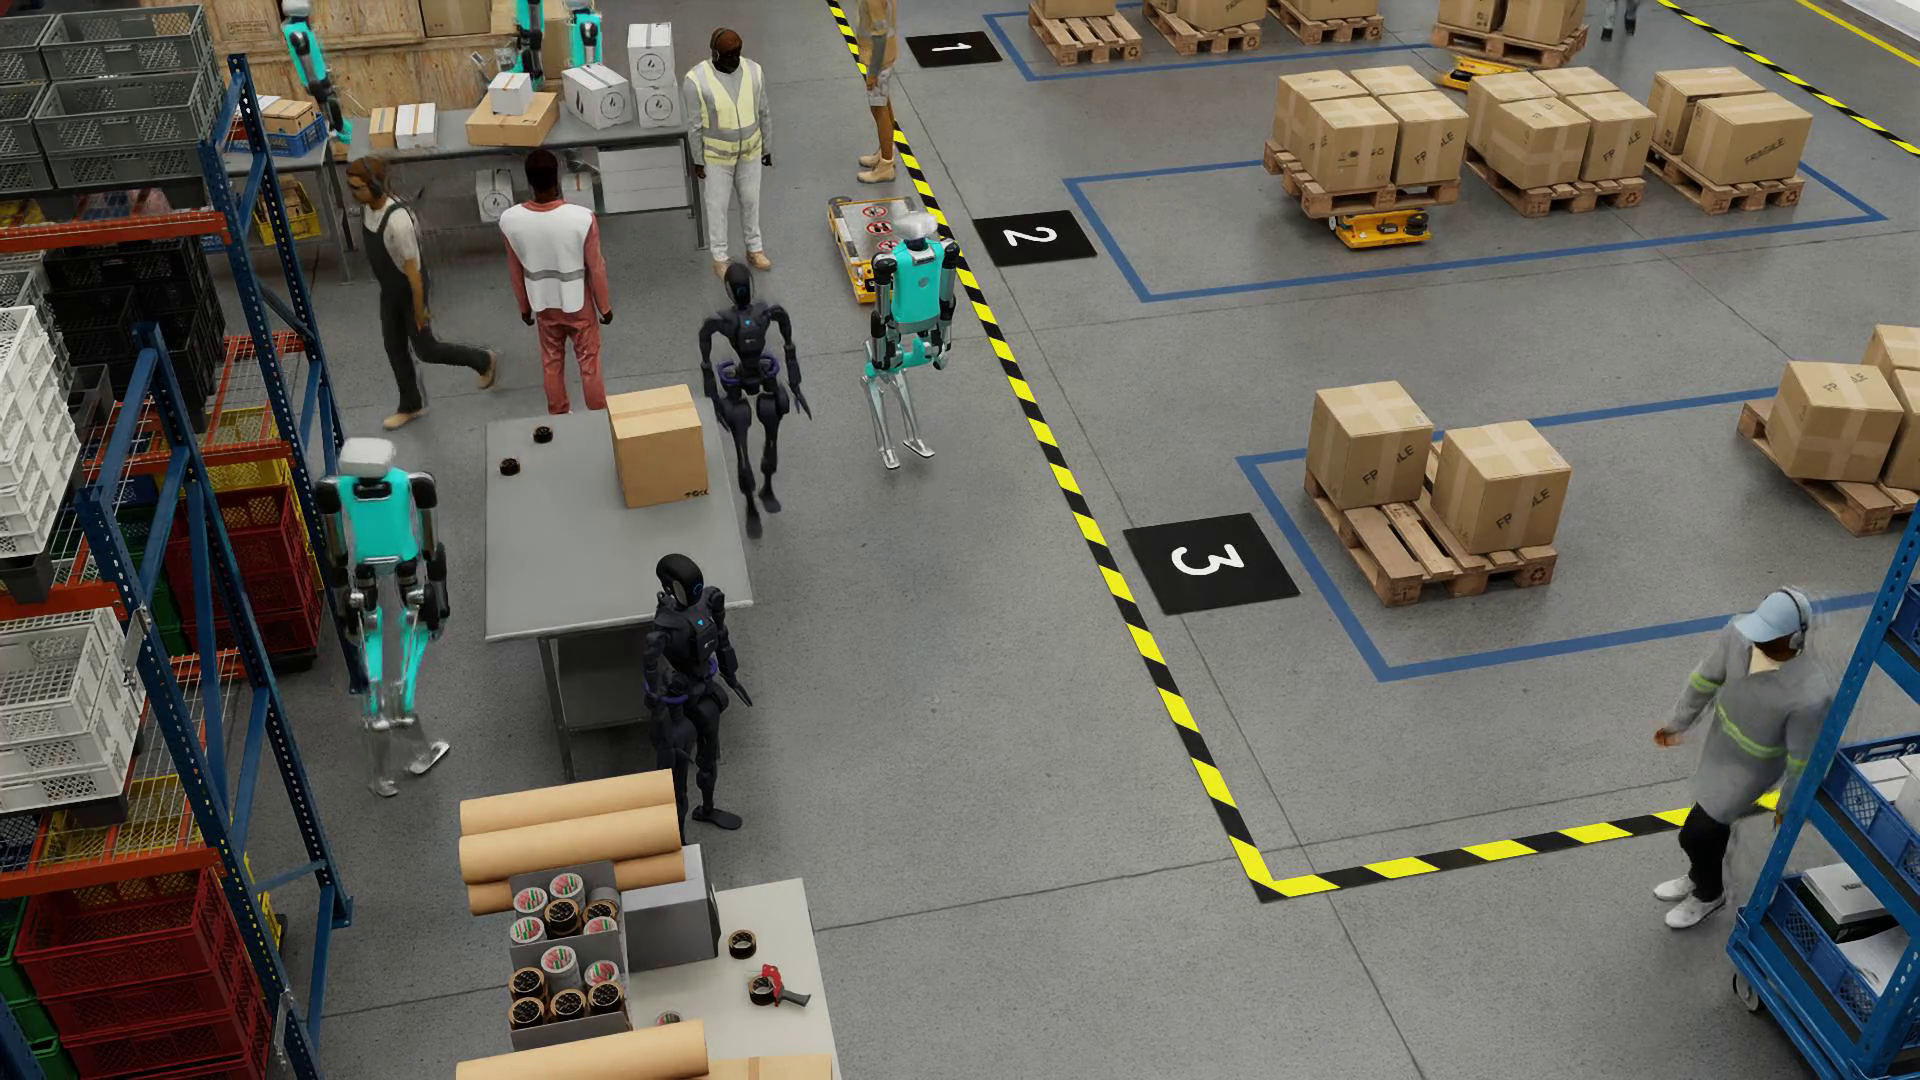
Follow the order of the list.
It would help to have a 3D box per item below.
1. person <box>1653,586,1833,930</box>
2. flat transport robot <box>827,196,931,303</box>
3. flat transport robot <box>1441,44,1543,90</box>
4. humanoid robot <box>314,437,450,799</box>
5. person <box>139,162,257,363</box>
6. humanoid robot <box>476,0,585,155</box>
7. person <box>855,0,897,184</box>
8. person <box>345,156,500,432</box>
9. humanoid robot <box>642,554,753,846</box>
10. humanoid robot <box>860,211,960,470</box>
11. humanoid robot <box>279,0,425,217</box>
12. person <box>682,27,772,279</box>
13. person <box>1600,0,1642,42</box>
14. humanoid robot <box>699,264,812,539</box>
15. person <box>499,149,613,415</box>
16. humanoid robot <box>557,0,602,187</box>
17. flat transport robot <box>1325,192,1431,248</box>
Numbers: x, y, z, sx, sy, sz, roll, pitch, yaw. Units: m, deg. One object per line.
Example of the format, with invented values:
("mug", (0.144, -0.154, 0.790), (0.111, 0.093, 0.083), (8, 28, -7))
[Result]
("person", (3.250, 0.922, 7.004), (0.503, 1.833, 0.605), (-5, 37, -7))
("flat transport robot", (-0.570, -2.220, 12.538), (0.659, 0.231, 1.431), (-8, 37, -10))
("flat transport robot", (5.096, -4.513, 15.595), (0.652, 0.197, 1.431), (22, 42, 26))
("humanoid robot", (-2.649, 0.448, 7.718), (0.609, 1.786, 0.817), (-6, 37, -9))
("person", (-5.076, -1.813, 10.768), (0.804, 1.718, 0.543), (-9, 38, -12))
("humanoid robot", (-3.613, -3.892, 13.537), (0.930, 1.757, 0.544), (-13, 39, -17))
("person", (-0.679, -3.857, 13.248), (0.355, 2.047, 0.613), (1, 37, 1))
("person", (-3.385, -1.572, 10.373), (0.758, 1.821, 0.521), (-30, 46, -34))
("humanoid robot", (-1.181, 0.734, 7.374), (0.315, 1.657, 0.599), (20, 41, 24))
("humanoid robot", (-0.369, -1.248, 9.884), (0.533, 1.681, 0.735), (-18, 40, -22))
("humanoid robot", (-4.605, -3.305, 12.814), (0.901, 1.830, 0.548), (-13, 39, -17))
("person", (-1.640, -2.793, 12.002), (0.628, 1.835, 0.429), (-18, 40, -22))
("person", (6.442, -5.673, 15.885), (0.607, 1.819, 0.429), (12, 38, 16))
("humanoid robot", (-1.145, -0.796, 9.446), (0.600, 1.648, 0.557), (-12, 38, -16))
("person", (-2.422, -1.446, 10.124), (0.585, 1.911, 0.399), (3, 37, 4))
("humanoid robot", (-3.006, -3.348, 12.814), (0.999, 1.730, 0.545), (-9, 38, -12))
("flat transport robot", (3.134, -2.740, 13.213), (0.652, 0.197, 1.431), (-8, 37, -10))
